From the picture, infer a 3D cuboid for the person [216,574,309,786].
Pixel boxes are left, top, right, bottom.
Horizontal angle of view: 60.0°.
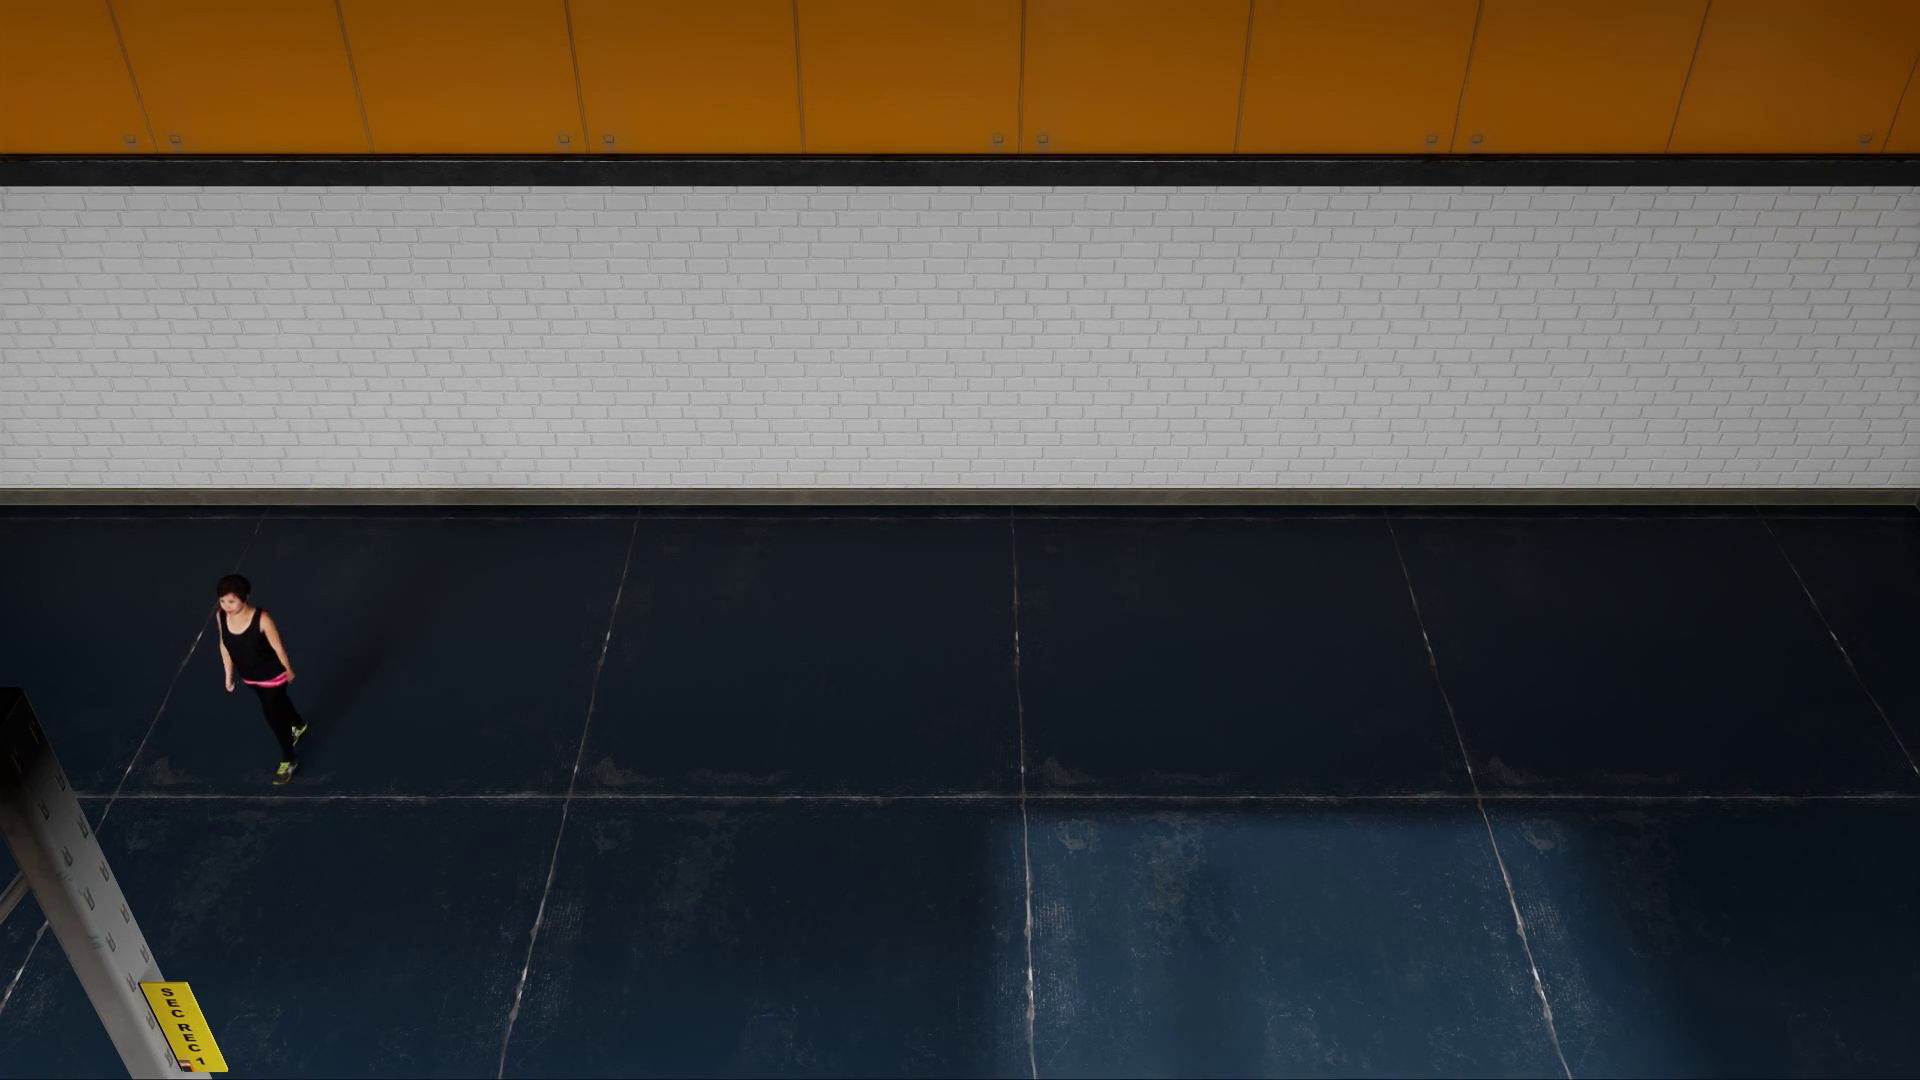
[{"bbox_3d":[-4.526,0.788,10.871,0.674,1.530,0.868,11,40,13],"label":"person"}]
